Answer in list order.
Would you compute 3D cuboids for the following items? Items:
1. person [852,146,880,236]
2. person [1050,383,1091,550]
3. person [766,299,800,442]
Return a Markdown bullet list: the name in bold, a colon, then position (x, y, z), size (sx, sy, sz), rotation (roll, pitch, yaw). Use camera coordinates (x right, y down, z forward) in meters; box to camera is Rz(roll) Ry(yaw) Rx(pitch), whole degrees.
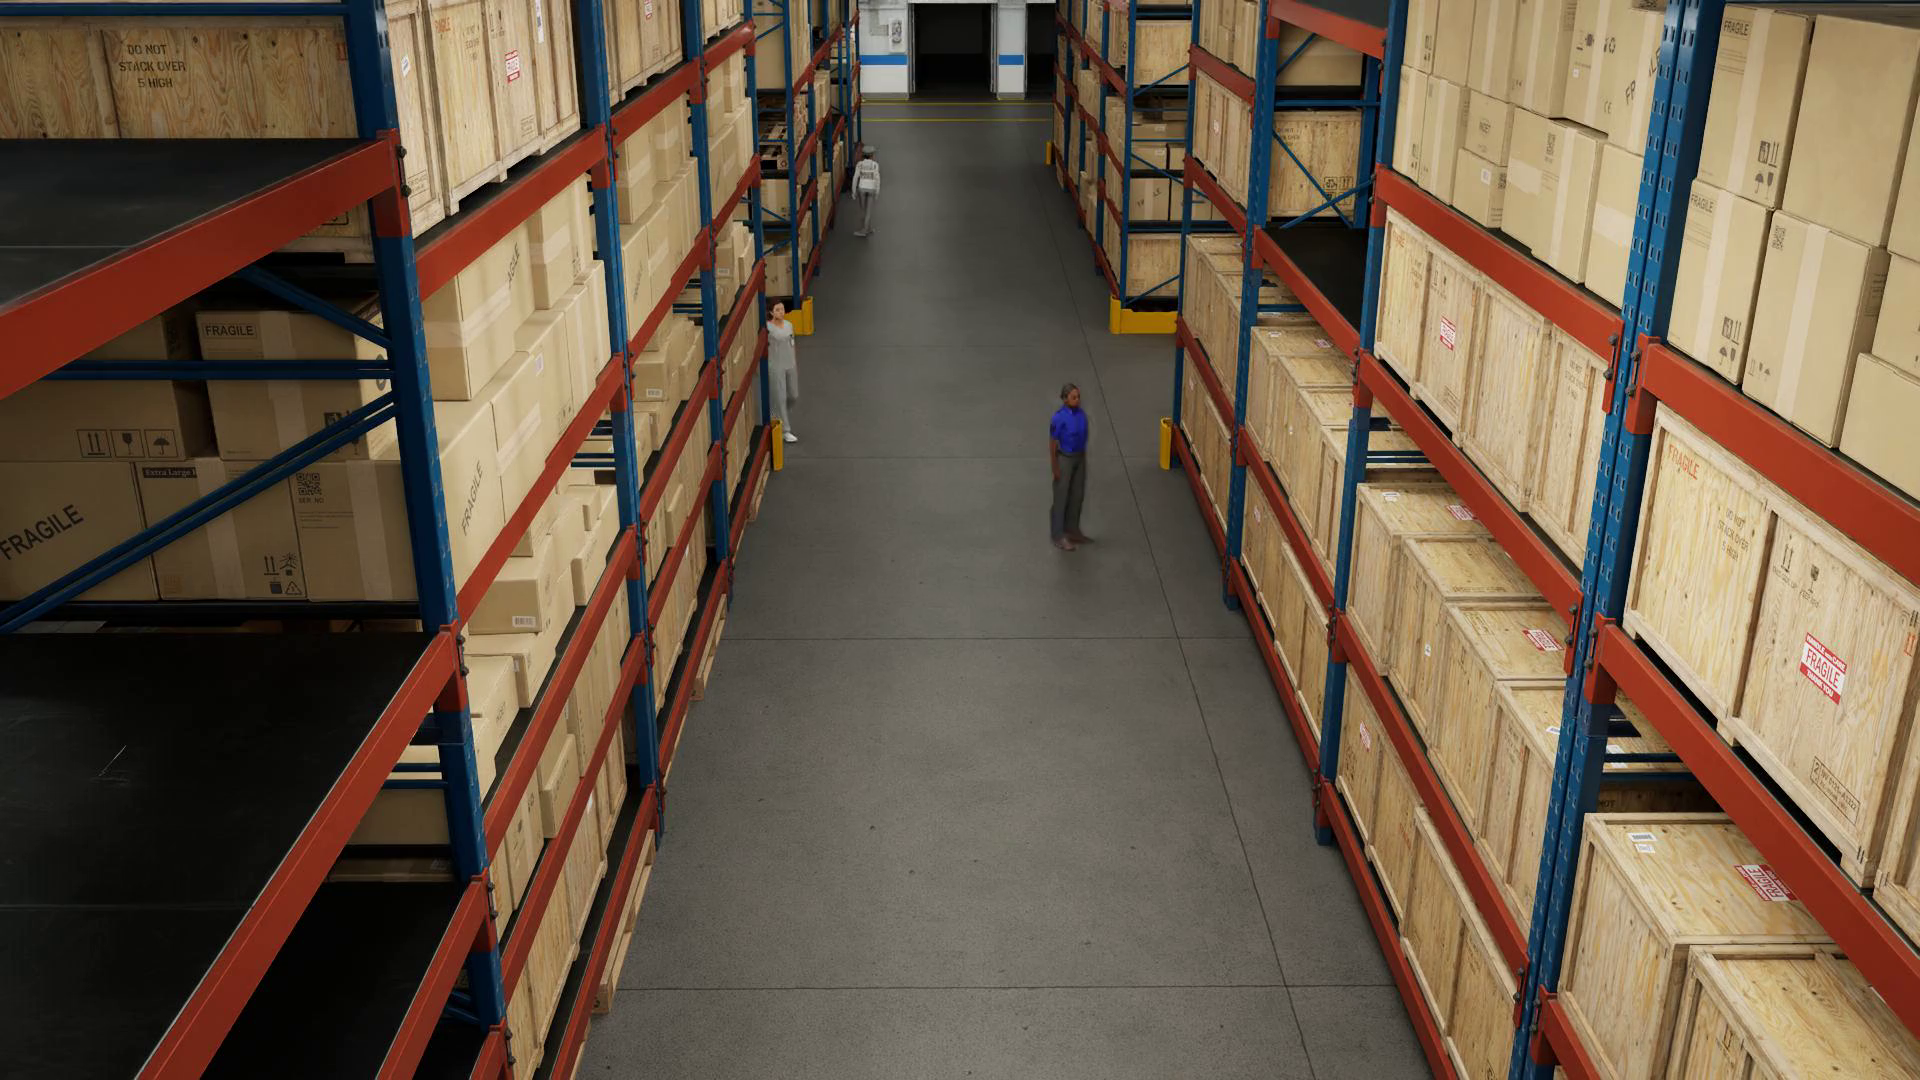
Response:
- **person**: position (-1.757, -6.580, 31.331), size (0.533, 1.667, 0.516), rotation (2, 22, 6)
- **person**: position (1.114, -0.750, 16.562), size (0.342, 1.659, 0.439), rotation (20, 29, 41)
- **person**: position (-2.129, -2.047, 19.821), size (0.443, 1.669, 0.702), rotation (-17, 27, -36)
